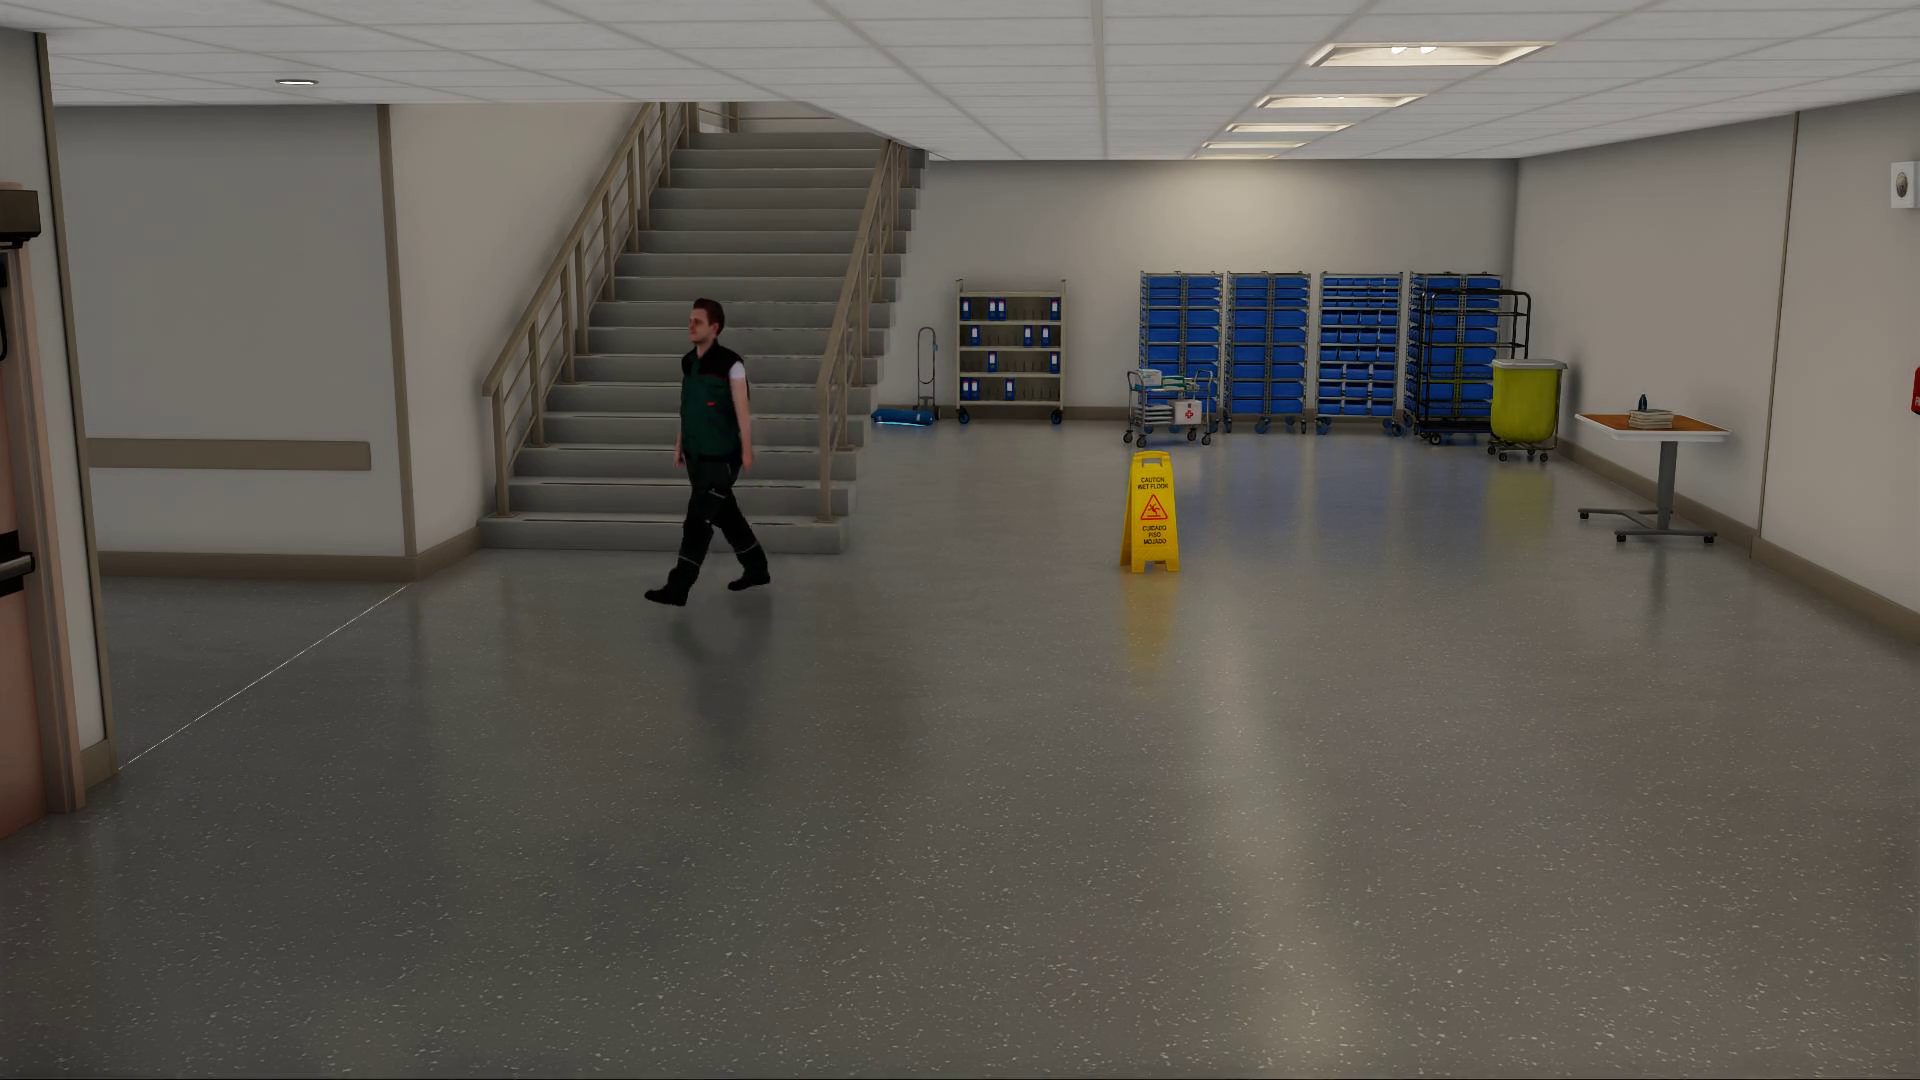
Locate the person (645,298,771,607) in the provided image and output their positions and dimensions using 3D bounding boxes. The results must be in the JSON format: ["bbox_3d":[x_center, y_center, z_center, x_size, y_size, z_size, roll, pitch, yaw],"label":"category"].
[{"bbox_3d":[-1.421,-0.503,9.950,1.233,1.795,1.124,-10,15,-44],"label":"person"}]
